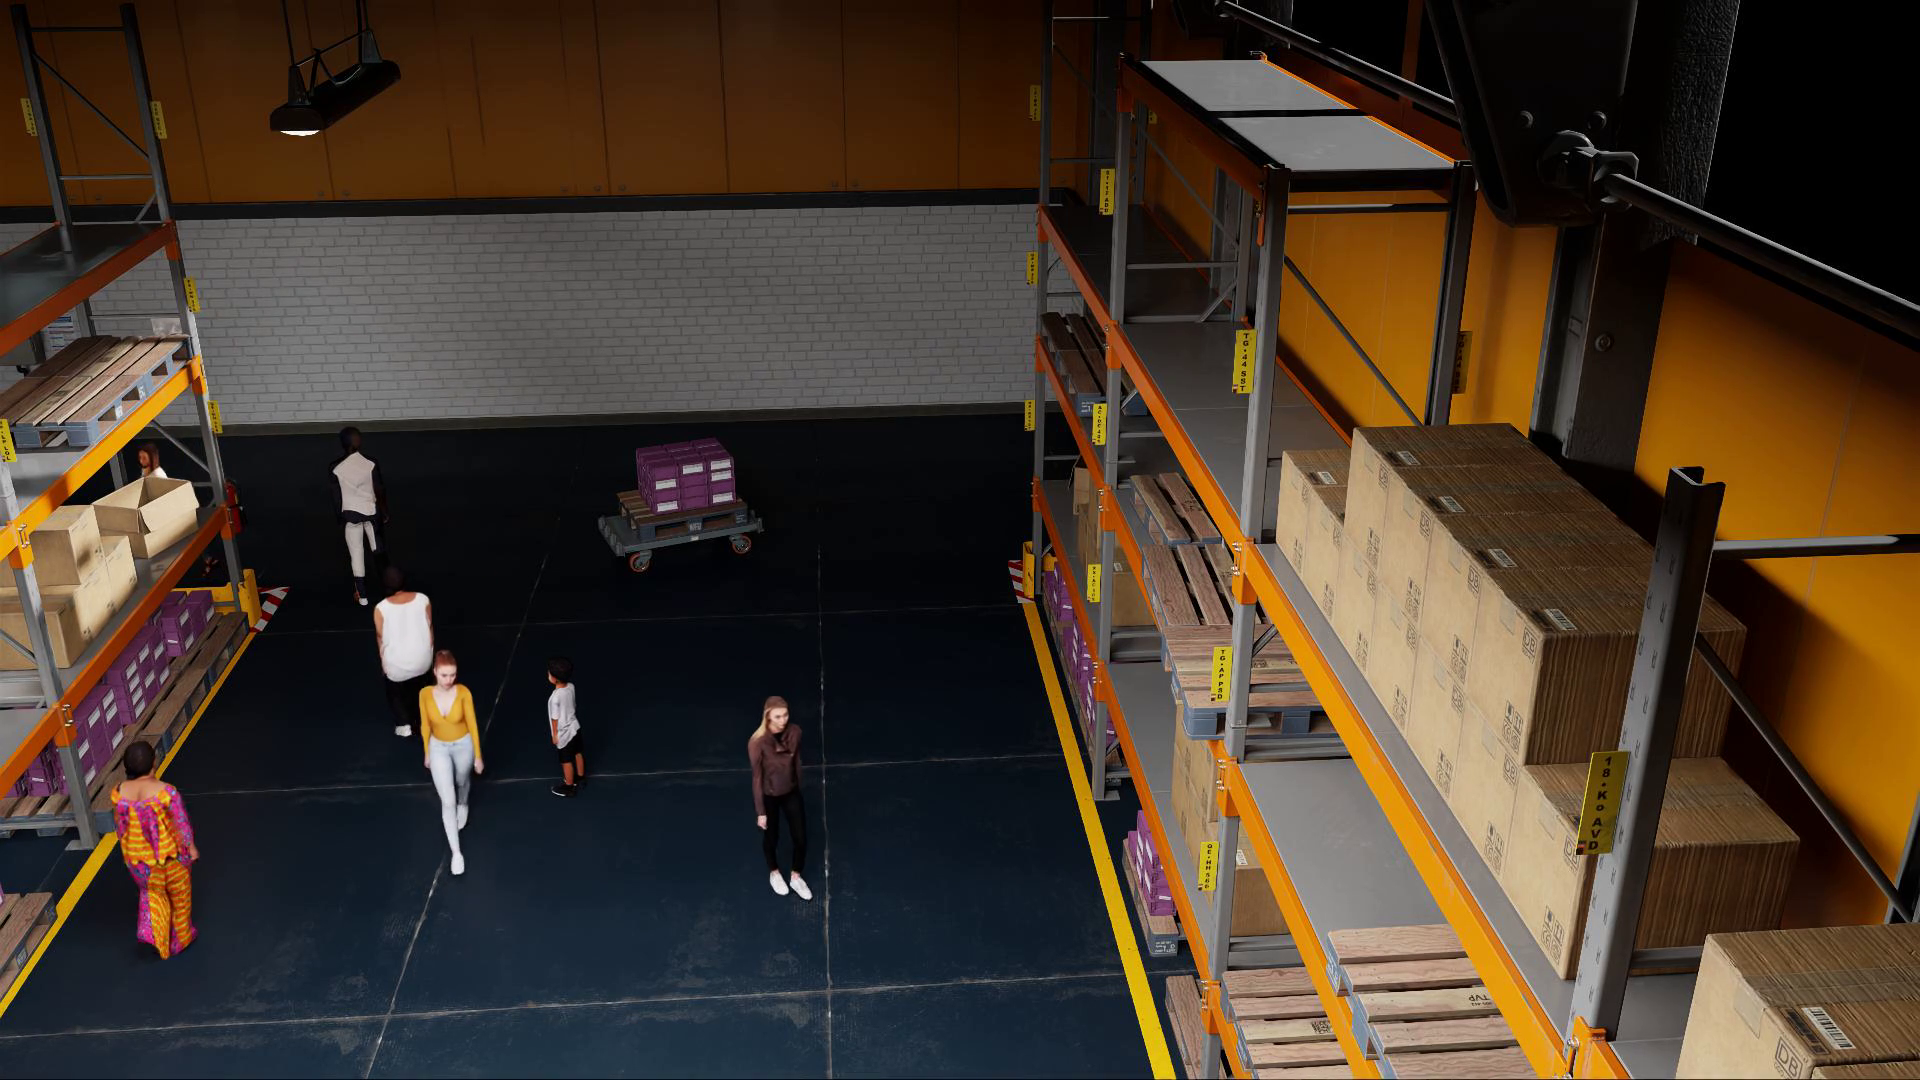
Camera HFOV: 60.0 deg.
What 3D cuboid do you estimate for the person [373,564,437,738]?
[{"bbox_3d":[-4.766,1.020,14.338,0.777,1.673,0.804,-15,28,-30],"label":"person"}]

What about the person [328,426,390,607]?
[{"bbox_3d":[-6.109,-0.254,16.972,0.748,1.898,0.706,-10,26,-22],"label":"person"}]

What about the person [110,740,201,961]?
[{"bbox_3d":[-5.672,2.189,11.670,0.723,1.668,0.796,2,24,6],"label":"person"}]

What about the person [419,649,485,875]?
[{"bbox_3d":[-3.931,1.625,12.929,0.743,1.694,1.255,-5,24,-11],"label":"person"}]

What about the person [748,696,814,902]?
[{"bbox_3d":[-1.389,1.878,12.357,0.731,1.687,0.775,-12,26,-26],"label":"person"}]

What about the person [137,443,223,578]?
[{"bbox_3d":[-8.199,-0.255,17.312,1.021,1.628,1.136,-14,27,-28],"label":"person"}]

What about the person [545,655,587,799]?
[{"bbox_3d":[-3.243,1.528,13.696,0.608,1.257,0.520,7,25,16],"label":"person"}]
